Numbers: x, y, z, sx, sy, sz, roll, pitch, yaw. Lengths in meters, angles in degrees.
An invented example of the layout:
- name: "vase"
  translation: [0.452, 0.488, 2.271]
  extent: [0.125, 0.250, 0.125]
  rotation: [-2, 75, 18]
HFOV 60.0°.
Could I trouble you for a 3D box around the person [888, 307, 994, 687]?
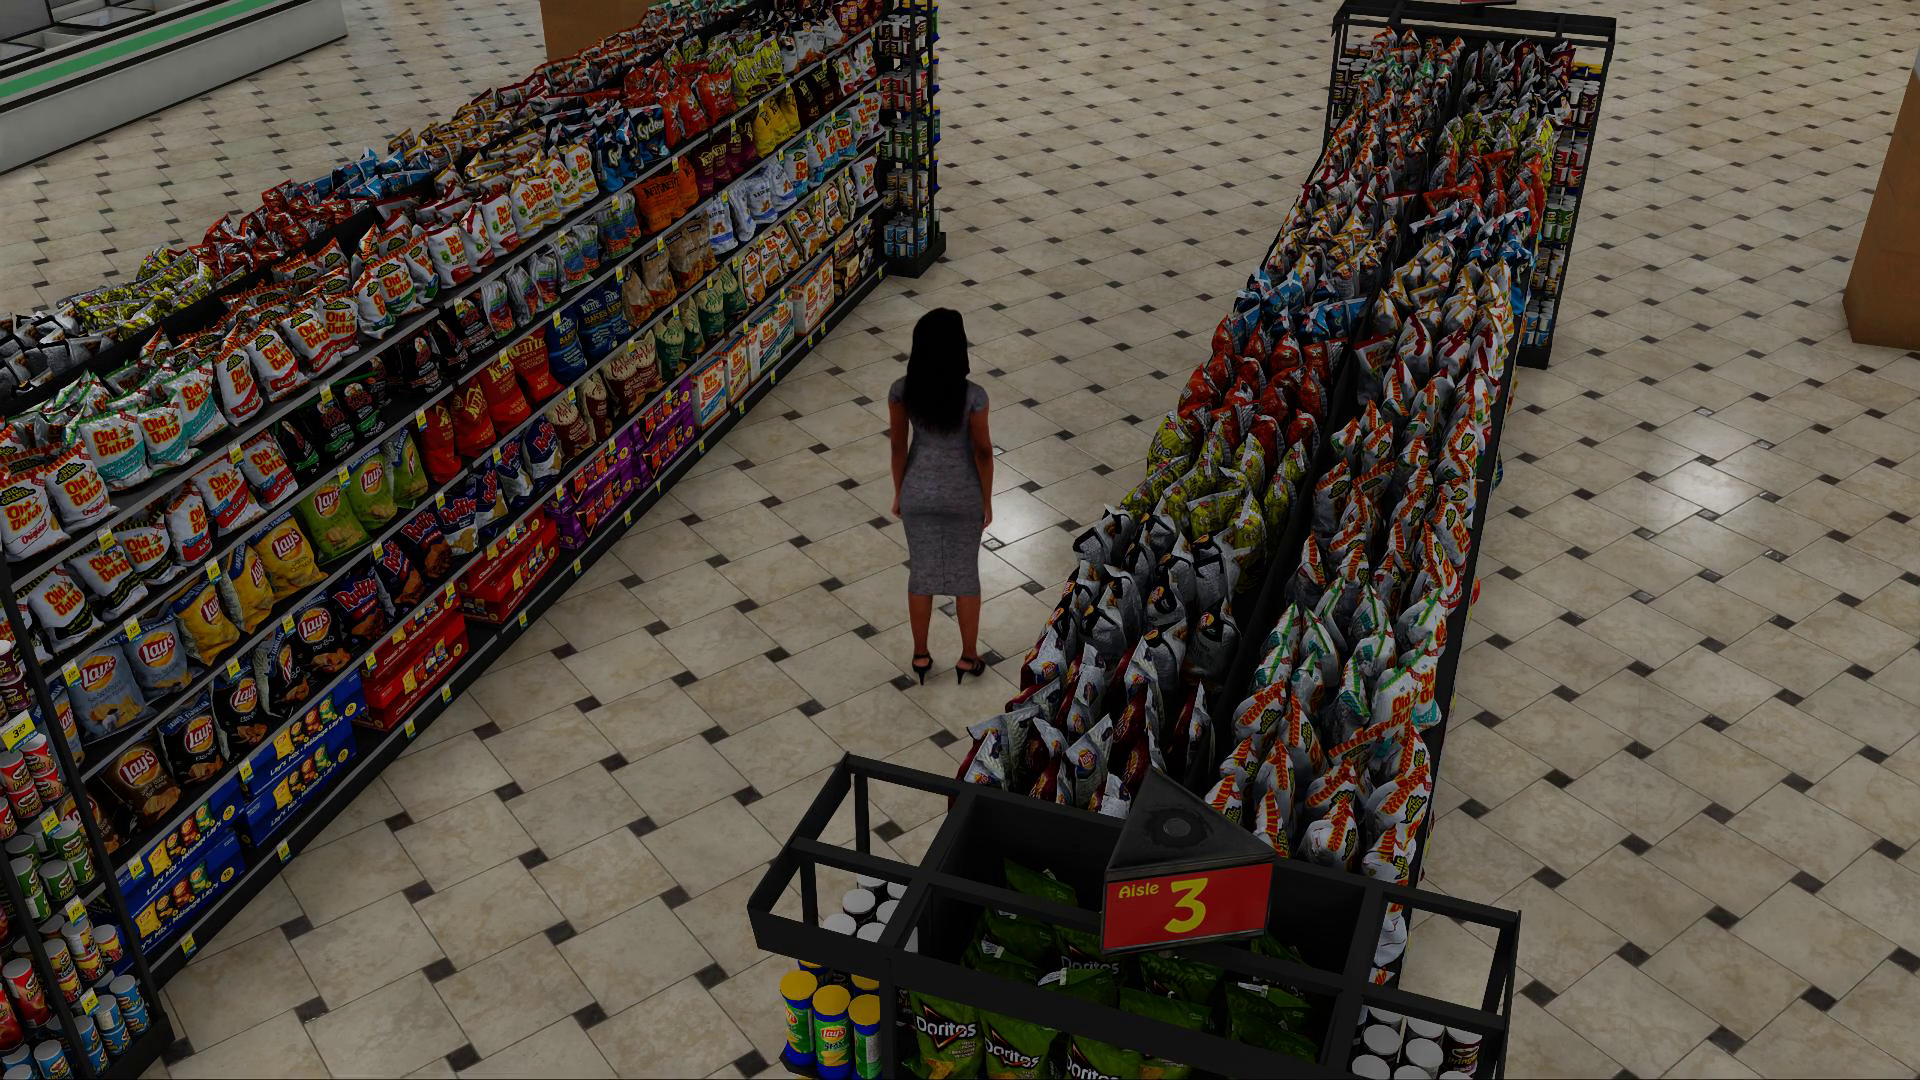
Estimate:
- name: "person"
  translation: [-0.078, -0.155, 7.094]
  extent: [0.625, 1.781, 0.584]
  rotation: [5, 32, 9]
